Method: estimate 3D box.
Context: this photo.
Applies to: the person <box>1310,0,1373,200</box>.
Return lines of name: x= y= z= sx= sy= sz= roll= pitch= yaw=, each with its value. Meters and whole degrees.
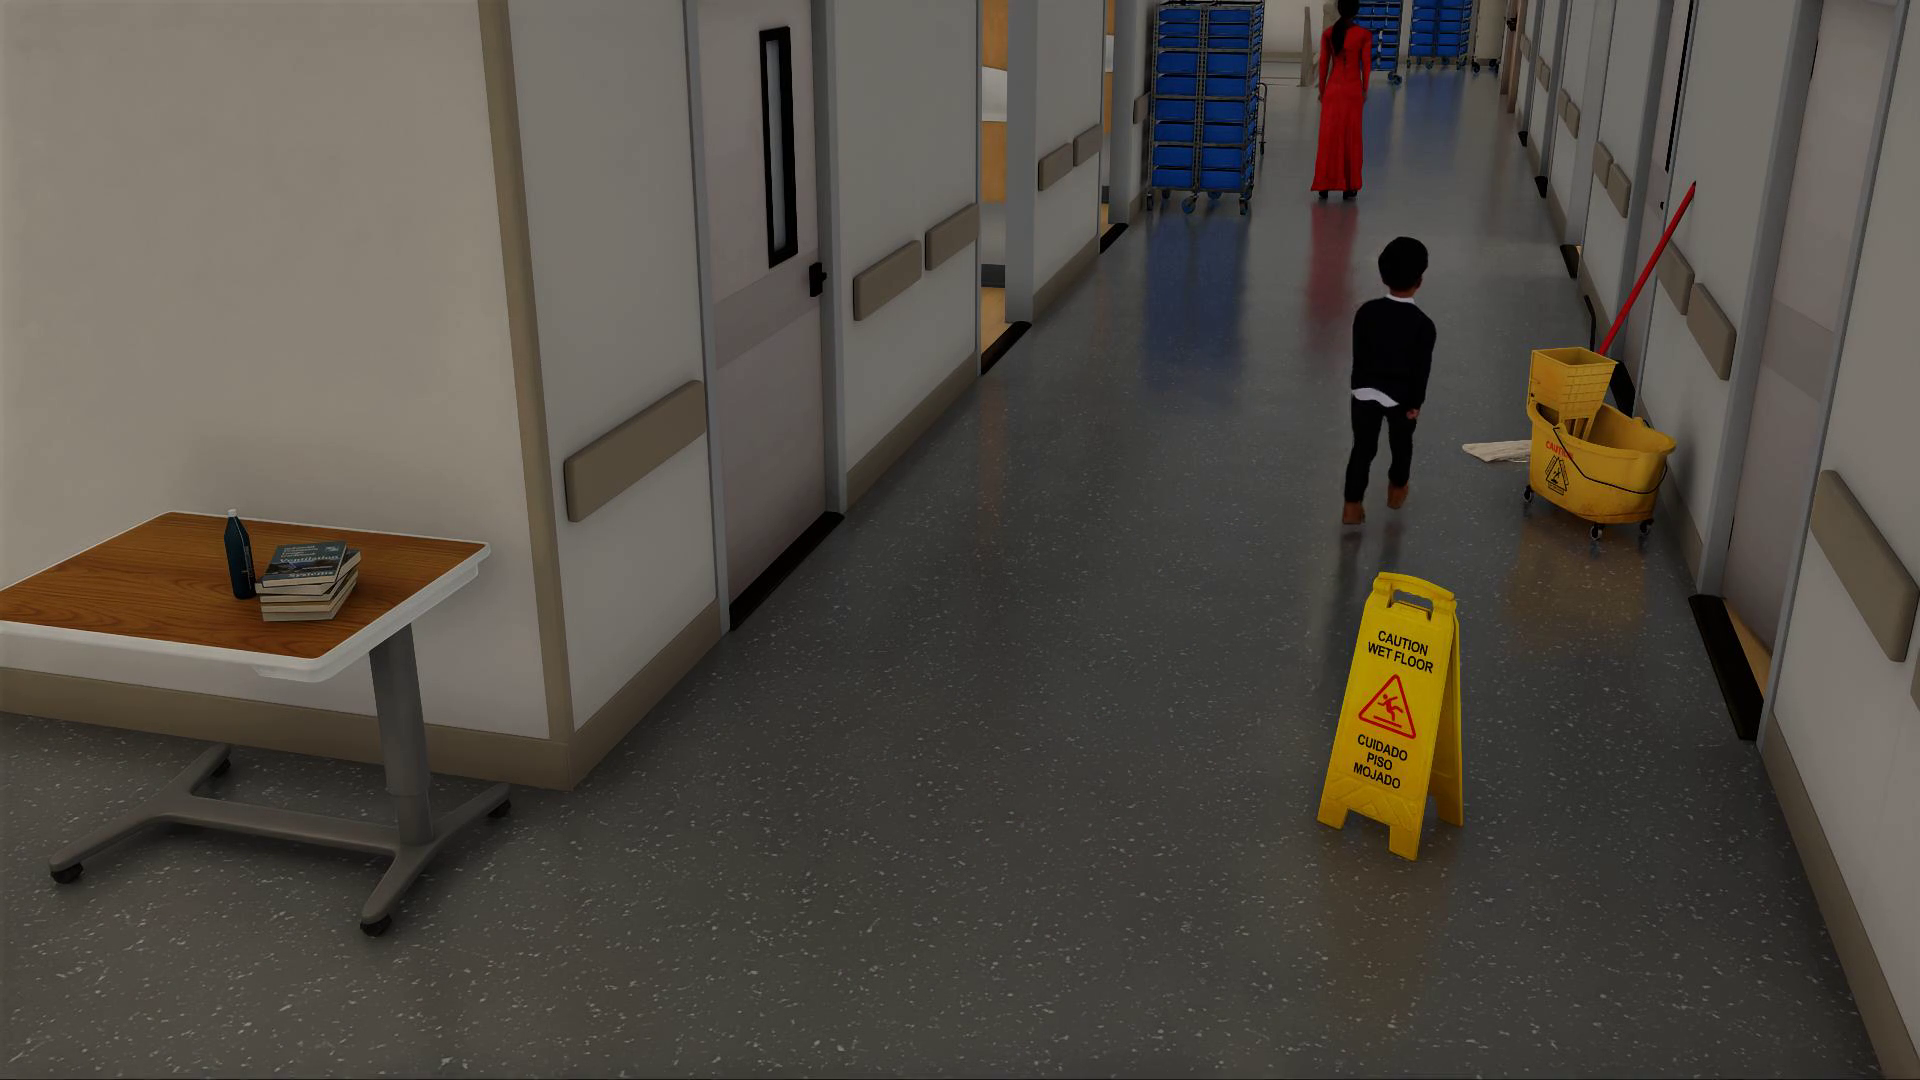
person: x=3.433 y=-3.980 z=14.947 sx=0.654 sy=1.783 sz=0.626 roll=8 pitch=22 yaw=20

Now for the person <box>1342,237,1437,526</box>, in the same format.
person: x=1.754 y=-0.625 z=6.914 sx=0.627 sy=1.198 sz=0.892 roll=11 pitch=23 yaw=27
